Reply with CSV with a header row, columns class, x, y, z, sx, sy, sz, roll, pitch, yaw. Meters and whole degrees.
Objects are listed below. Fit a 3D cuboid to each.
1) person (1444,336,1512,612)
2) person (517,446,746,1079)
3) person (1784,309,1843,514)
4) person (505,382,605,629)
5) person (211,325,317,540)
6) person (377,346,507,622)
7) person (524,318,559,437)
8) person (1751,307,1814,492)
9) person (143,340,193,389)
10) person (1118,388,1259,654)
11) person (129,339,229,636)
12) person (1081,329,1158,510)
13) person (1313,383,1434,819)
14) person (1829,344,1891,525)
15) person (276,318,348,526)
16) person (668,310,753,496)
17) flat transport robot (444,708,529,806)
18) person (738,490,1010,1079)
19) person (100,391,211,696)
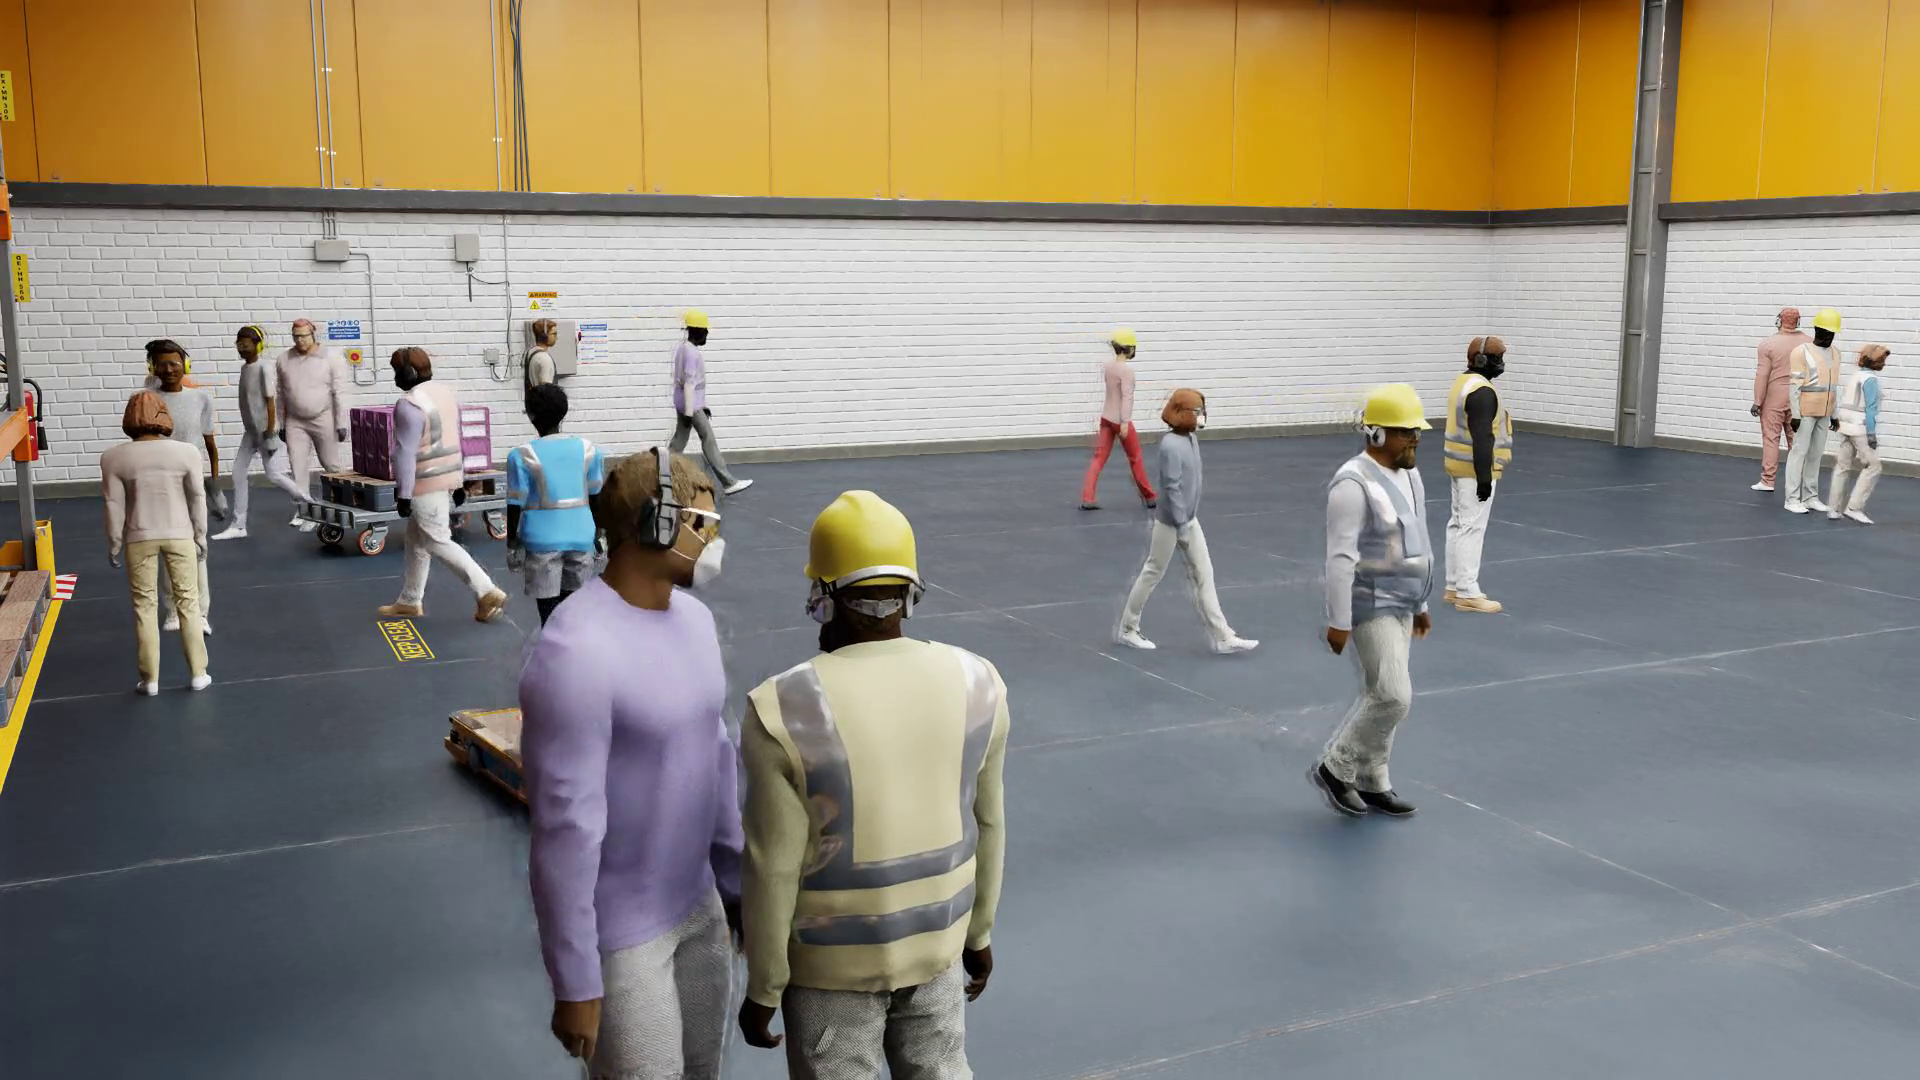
class,x,y,z,sx,sy,sz,roll,pitch,yaw
person,3.475,-0.446,11.176,0.430,1.840,0.626,1,9,5
person,-0.646,0.779,3.340,0.410,1.918,0.678,3,10,18
person,8.060,-1.208,15.661,0.585,1.918,0.379,-4,10,-23
person,-2.143,0.013,8.782,0.553,1.682,0.370,-8,12,-41
person,-5.938,-0.927,14.222,0.516,1.829,0.900,9,13,44
person,-3.368,-0.353,10.728,0.885,1.804,0.640,1,9,4
person,-4.059,-1.224,16.040,0.537,1.826,0.527,-5,11,-30
person,8.479,-1.443,17.156,0.645,1.907,0.400,0,9,-1
person,-6.895,-0.868,14.293,0.561,1.677,0.631,5,10,28
person,1.322,-0.106,9.837,0.872,1.579,0.522,5,10,28
person,-4.898,-0.319,10.421,0.555,1.859,0.512,-4,10,-24
person,1.562,-1.134,15.807,0.904,1.718,0.565,-4,10,-23
person,1.743,0.265,6.838,0.423,1.819,0.598,7,11,36
person,8.084,-0.948,14.939,0.388,1.620,0.607,2,9,12
person,-5.882,-1.097,15.170,0.649,1.866,0.904,0,9,-2
person,-2.601,-1.355,16.675,0.972,1.875,0.611,-3,10,-16
flat transport robot,-1.735,0.952,7.354,0.652,0.197,1.431,-6,11,-34
person,-0.185,0.812,3.389,0.596,1.831,0.403,-6,11,-31
person,-4.301,0.019,8.924,0.498,1.633,0.283,-4,10,-26
